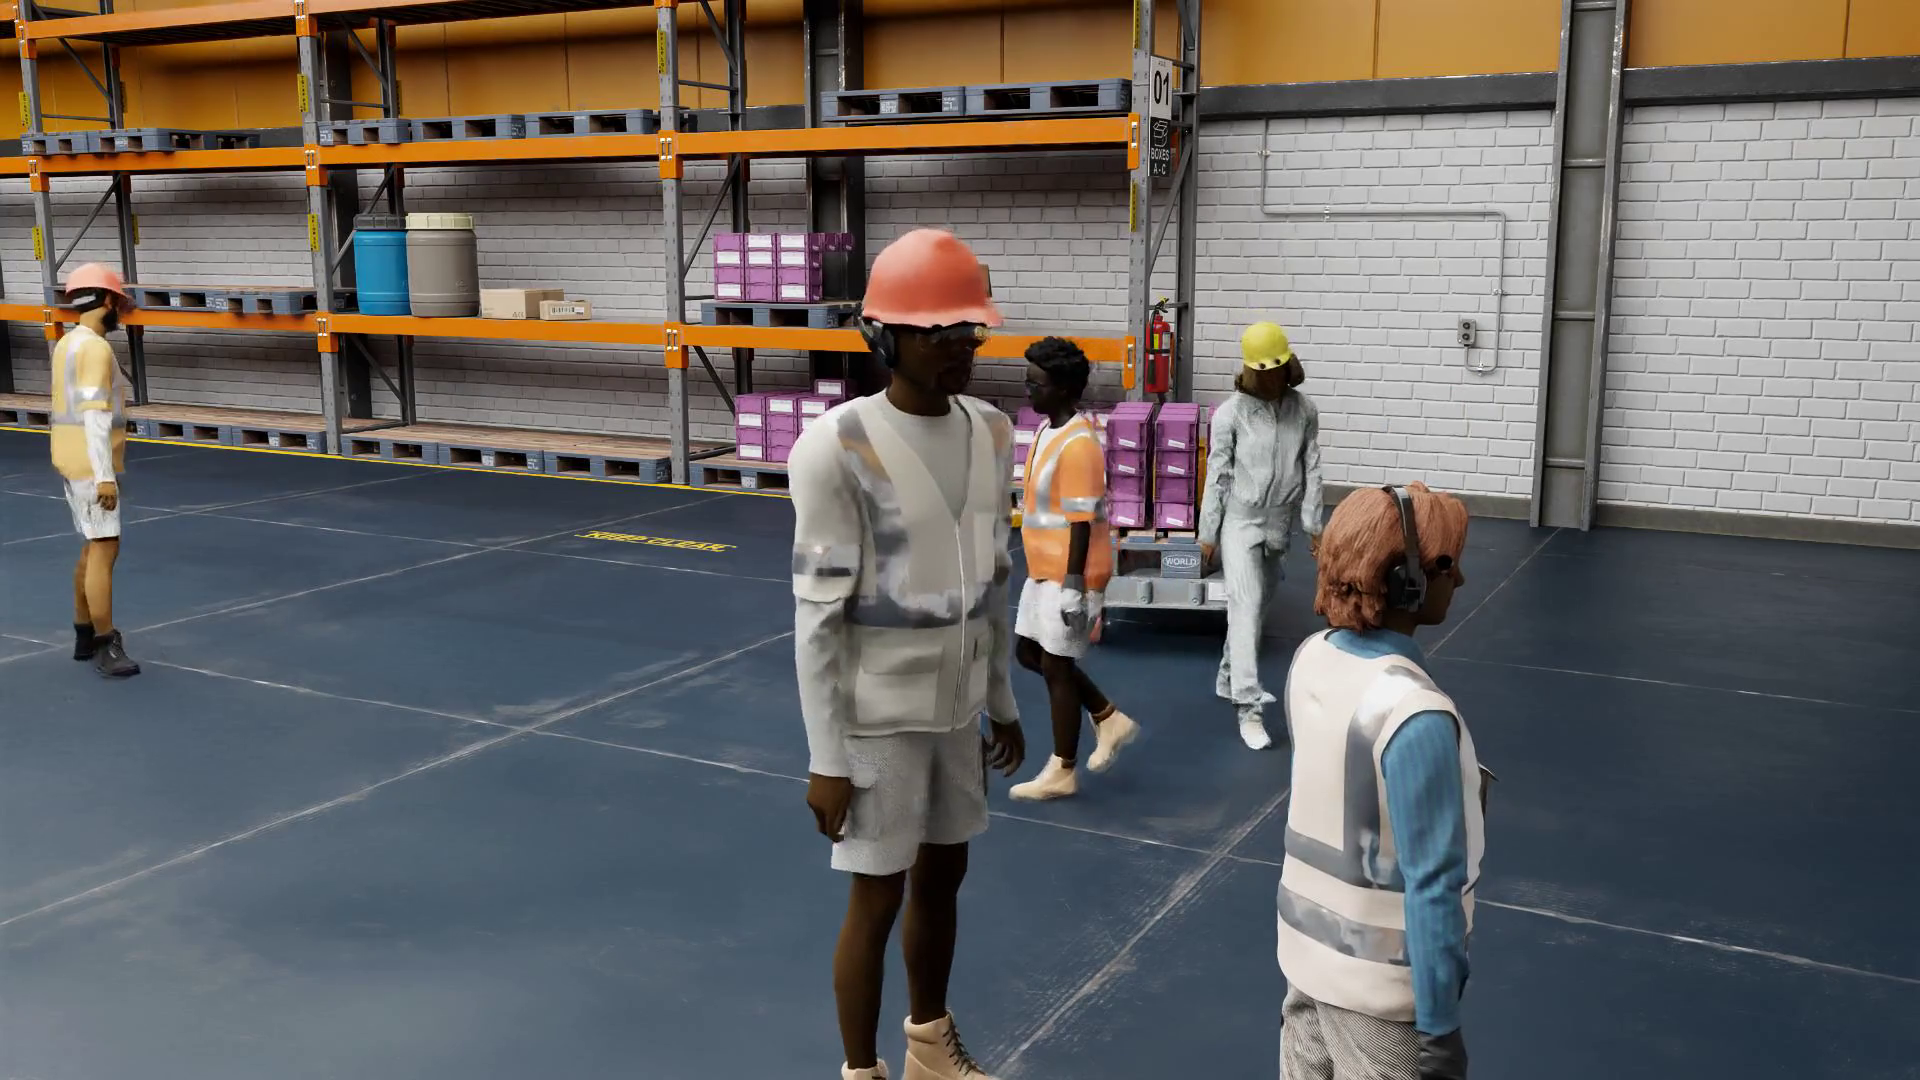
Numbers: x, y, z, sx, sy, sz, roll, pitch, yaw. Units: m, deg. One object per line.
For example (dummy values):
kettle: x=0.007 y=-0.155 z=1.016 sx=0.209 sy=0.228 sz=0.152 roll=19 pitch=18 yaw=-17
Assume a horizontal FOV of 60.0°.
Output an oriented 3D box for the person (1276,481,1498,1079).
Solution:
person: x=0.672 y=0.720 z=2.725 sx=0.308 sy=1.641 sz=0.511 roll=-2 pitch=11 yaw=-11

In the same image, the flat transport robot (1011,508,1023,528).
flat transport robot: x=-0.252 y=-0.178 z=11.405 sx=1.431 sy=0.197 sz=0.652 roll=-7 pitch=12 yaw=-33

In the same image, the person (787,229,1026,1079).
person: x=-0.071 y=0.364 z=3.612 sx=0.428 sy=2.035 sz=0.652 roll=10 pitch=14 yaw=43

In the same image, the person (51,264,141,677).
person: x=-4.011 y=-0.326 z=7.797 sx=0.401 sy=1.899 sz=0.707 roll=-8 pitch=13 yaw=-37

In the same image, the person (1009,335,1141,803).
person: x=0.399 y=0.113 z=5.914 sx=0.419 sy=1.681 sz=0.539 roll=-2 pitch=10 yaw=-10

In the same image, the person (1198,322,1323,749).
person: x=1.232 y=-0.059 z=6.867 sx=0.538 sy=1.694 sz=0.752 roll=-5 pitch=12 yaw=-28
